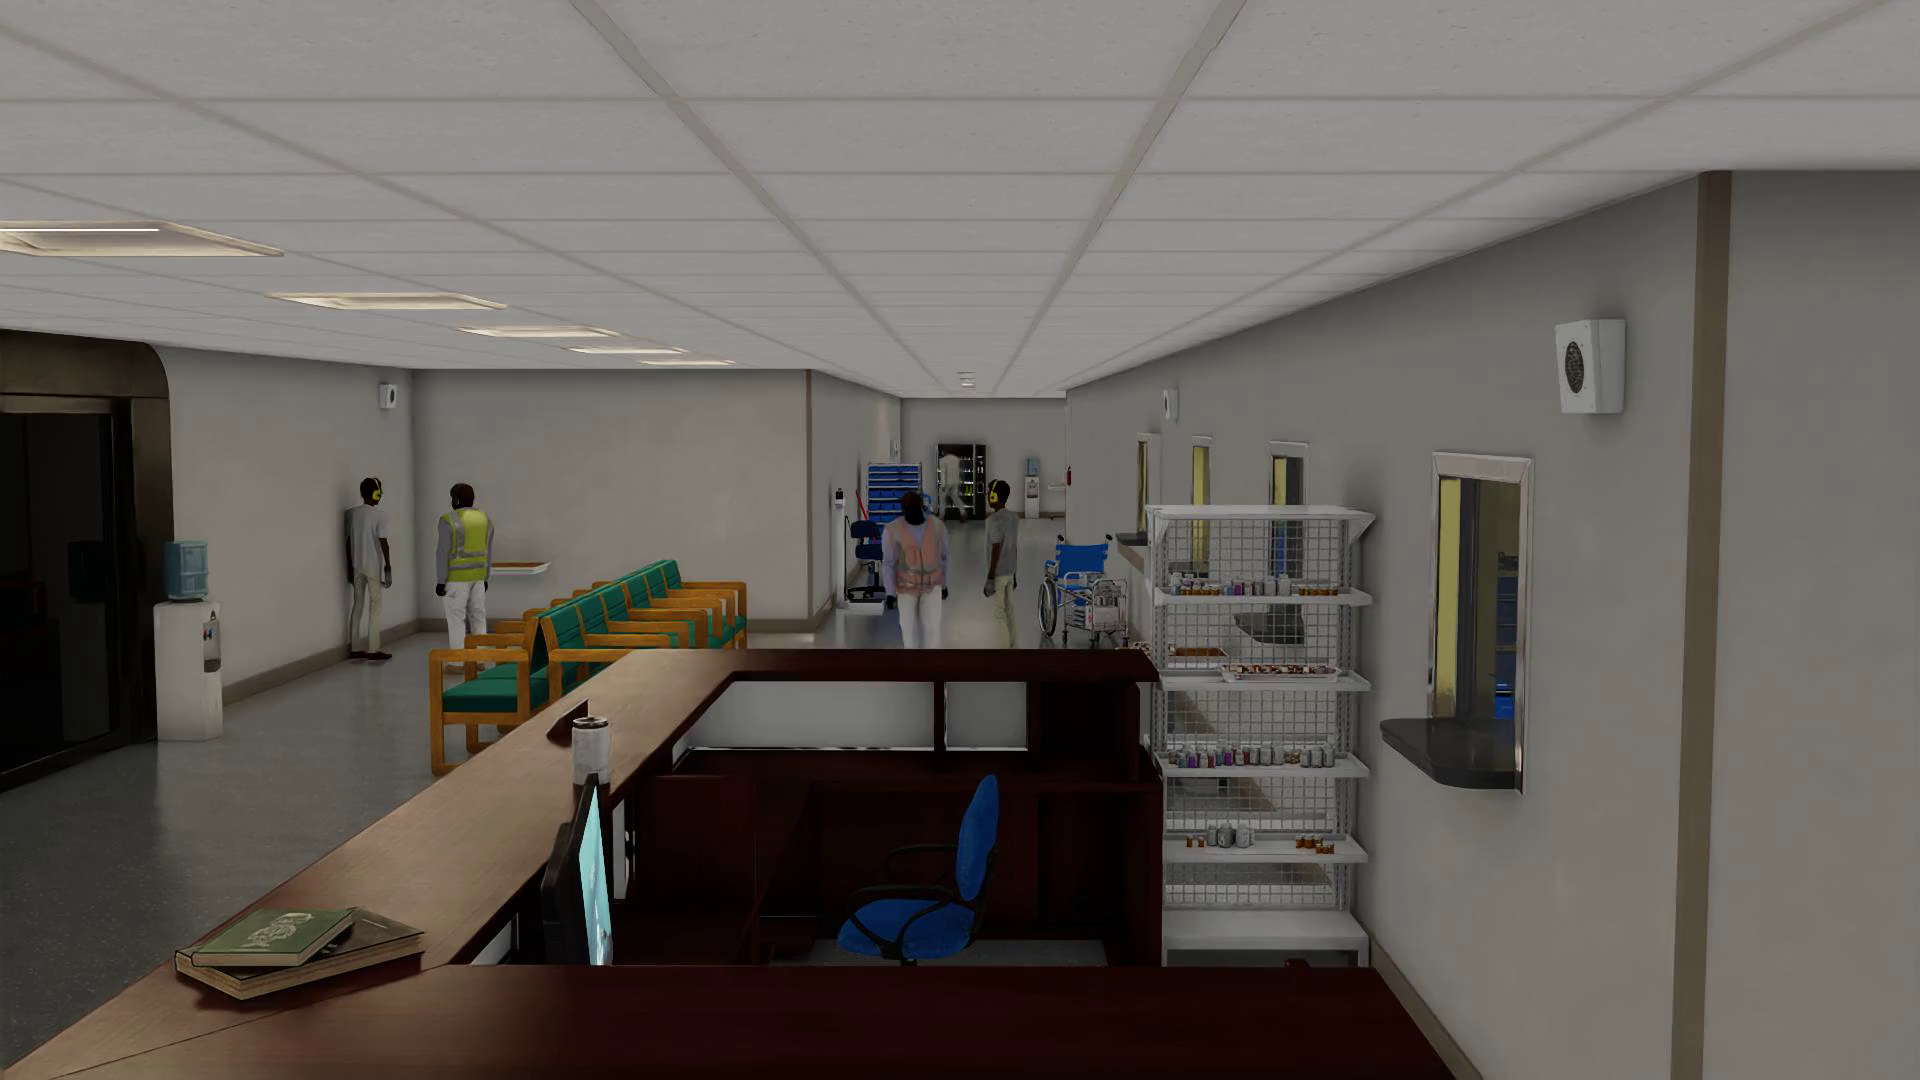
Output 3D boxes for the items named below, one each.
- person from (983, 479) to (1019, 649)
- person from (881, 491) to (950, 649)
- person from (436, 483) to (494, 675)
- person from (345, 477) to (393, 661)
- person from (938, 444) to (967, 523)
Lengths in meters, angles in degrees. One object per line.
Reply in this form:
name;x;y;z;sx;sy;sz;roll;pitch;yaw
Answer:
person;0.387;0.352;15.943;0.310;1.868;0.534;2;5;30
person;-0.389;0.448;15.154;0.657;1.787;0.790;-1;4;-12
person;-4.764;0.371;15.953;0.429;1.837;0.629;3;5;33
person;-5.978;0.298;16.811;0.520;1.858;0.332;1;4;17
person;-0.222;-1.346;39.570;0.642;1.915;0.887;-4;6;-42
